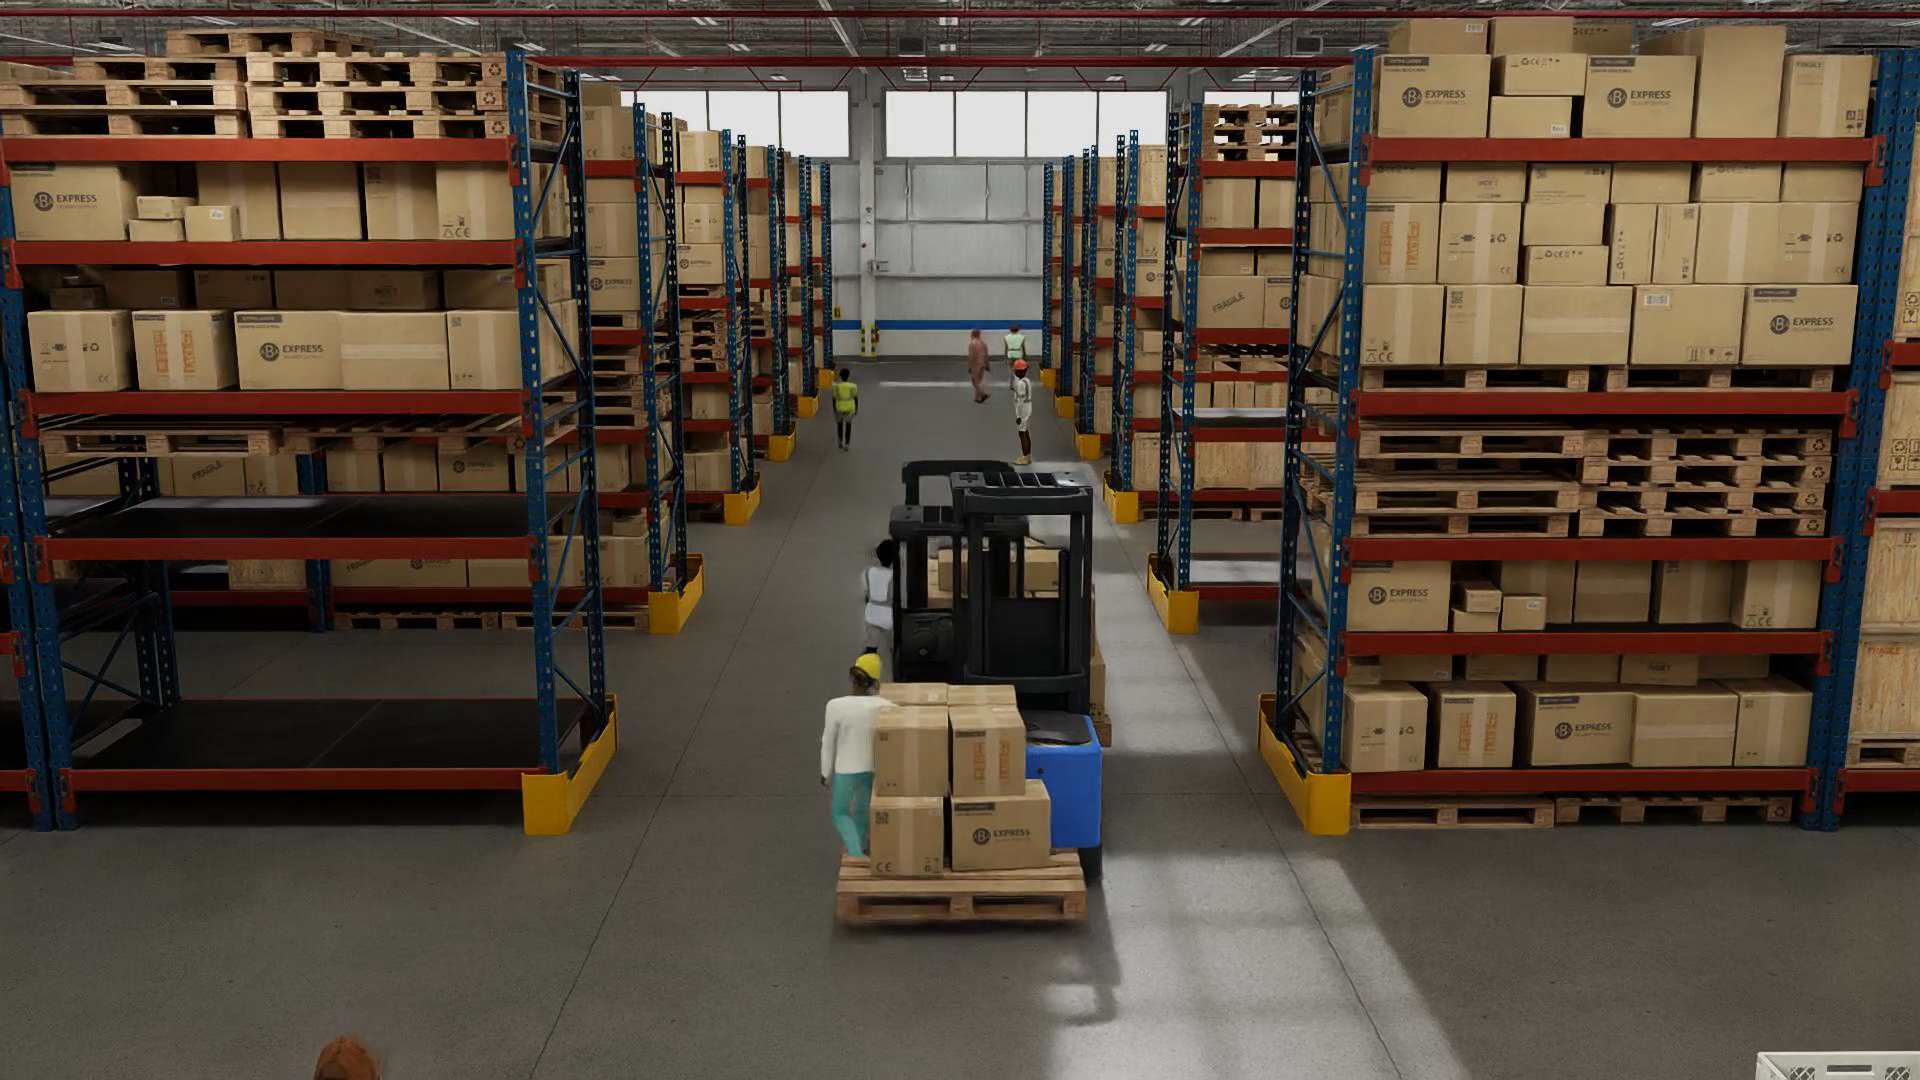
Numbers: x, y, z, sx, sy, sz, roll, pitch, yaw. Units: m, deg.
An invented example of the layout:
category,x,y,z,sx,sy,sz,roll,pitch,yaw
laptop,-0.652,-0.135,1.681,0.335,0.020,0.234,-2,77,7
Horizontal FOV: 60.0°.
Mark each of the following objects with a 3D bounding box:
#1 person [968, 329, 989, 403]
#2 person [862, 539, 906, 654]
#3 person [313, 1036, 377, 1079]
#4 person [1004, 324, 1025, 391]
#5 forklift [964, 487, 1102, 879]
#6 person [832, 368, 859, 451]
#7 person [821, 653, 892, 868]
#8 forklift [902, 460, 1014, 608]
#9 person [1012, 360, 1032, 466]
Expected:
category,x,y,z,sx,sy,sz,roll,pitch,yaw
person,0.513,-4.374,41.905,0.690,1.878,0.673,10,15,41
person,-0.785,0.815,16.700,0.534,1.662,0.840,6,13,29
person,-2.515,2.818,6.836,0.533,1.619,0.410,3,12,15
person,1.470,-4.898,44.689,0.582,1.809,0.964,0,11,1
forklift,0.495,0.986,12.813,1.129,2.768,1.873,0,11,-2
person,-2.338,-2.685,34.027,0.546,1.653,0.829,-1,11,-3
person,-0.721,1.700,12.148,0.540,1.732,0.592,-4,12,-20
forklift,-0.016,0.715,14.154,1.129,2.768,1.873,0,11,0
person,1.179,-2.442,31.927,0.405,2.035,0.601,2,12,12
